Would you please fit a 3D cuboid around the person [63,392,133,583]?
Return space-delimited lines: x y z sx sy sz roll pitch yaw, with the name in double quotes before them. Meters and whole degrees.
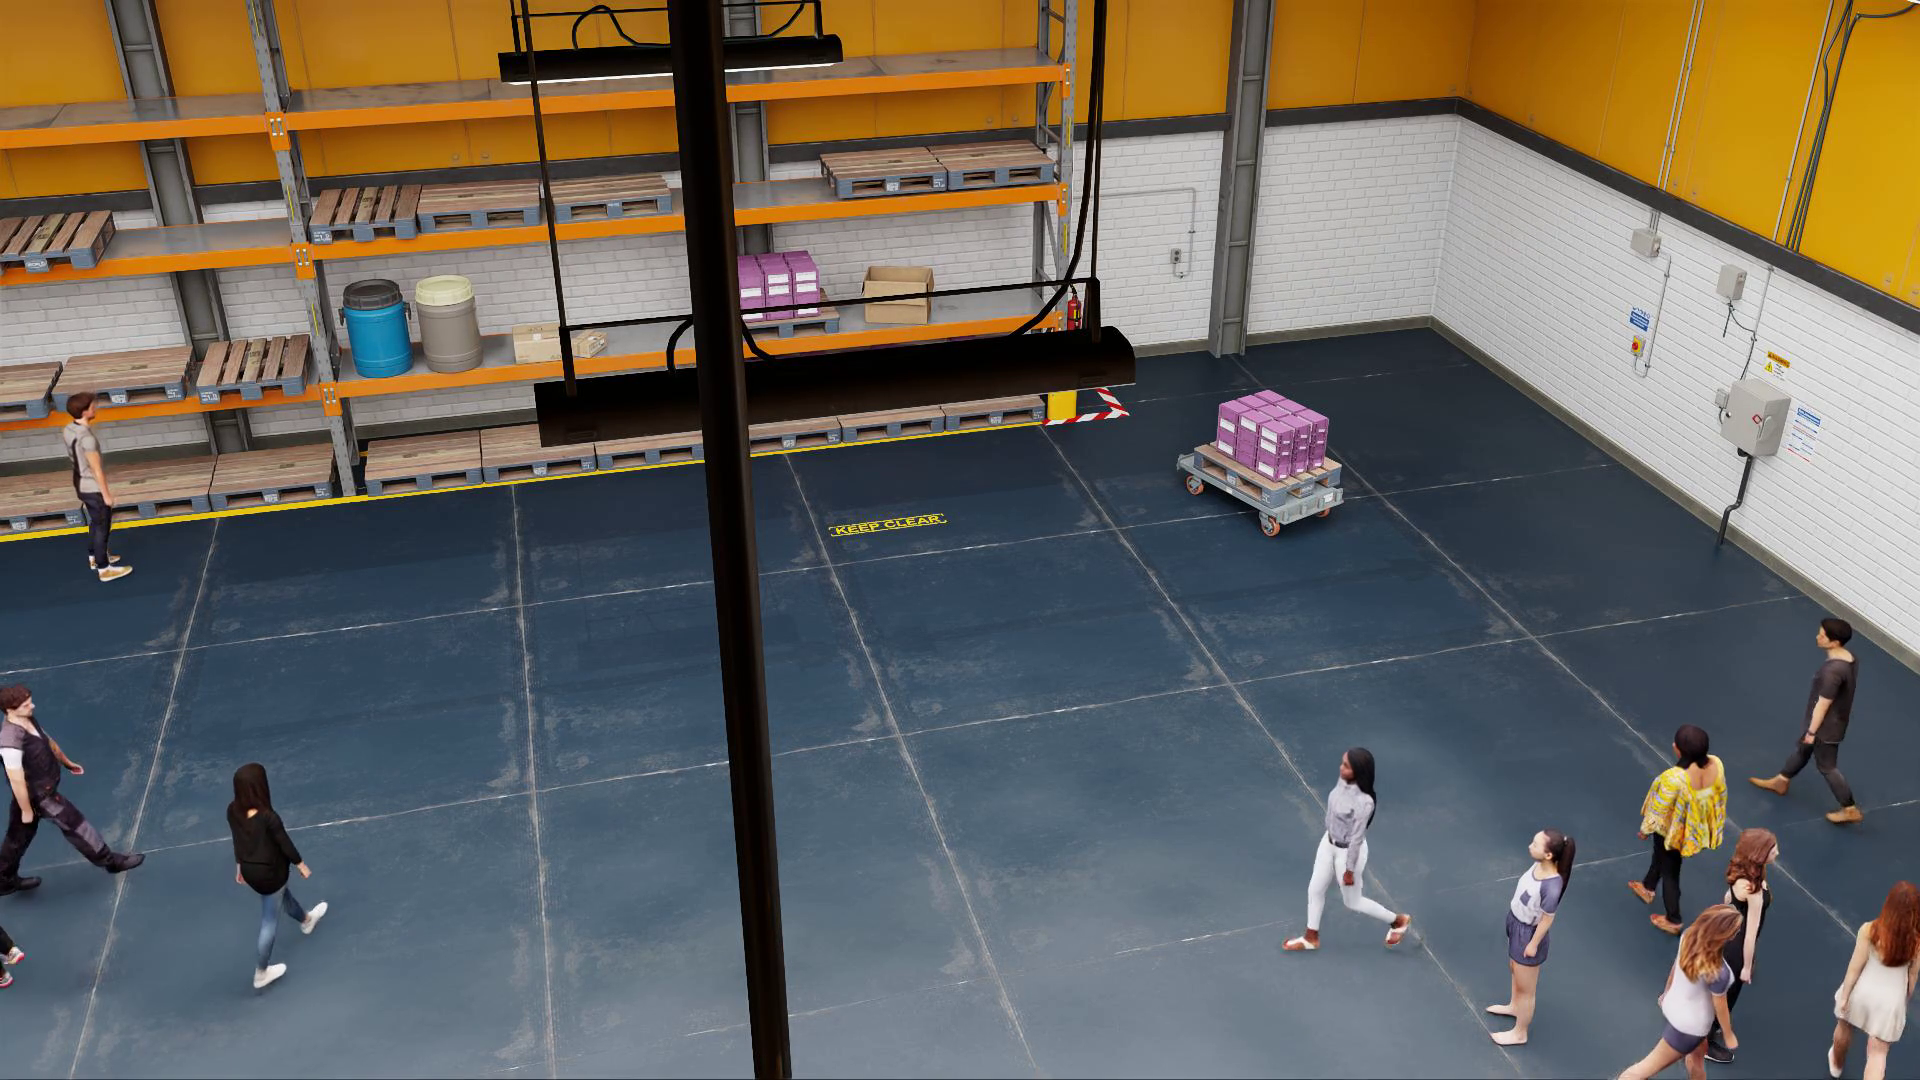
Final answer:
"person" -8.348 -0.514 15.976 0.806 1.874 0.799 -24 36 -36

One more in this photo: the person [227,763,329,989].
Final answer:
"person" -4.699 2.268 11.156 1.073 1.606 1.049 11 30 19

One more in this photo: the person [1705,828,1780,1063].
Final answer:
"person" 4.879 2.530 10.527 0.643 1.747 0.660 4 29 7

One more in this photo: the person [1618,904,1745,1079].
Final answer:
"person" 4.259 2.885 9.956 1.177 1.671 0.823 1 29 2

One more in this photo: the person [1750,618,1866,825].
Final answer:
"person" 6.702 1.403 12.664 1.123 1.680 1.118 22 35 34

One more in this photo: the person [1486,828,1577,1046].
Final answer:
"person" 3.663 2.518 10.651 0.655 1.651 0.665 4 29 8

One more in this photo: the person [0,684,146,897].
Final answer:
"person" -6.667 1.814 11.803 1.275 1.782 0.842 -15 32 -25

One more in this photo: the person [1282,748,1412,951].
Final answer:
"person" 2.698 2.136 11.301 1.120 1.699 0.705 -3 29 -6

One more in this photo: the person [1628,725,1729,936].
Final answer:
"person" 5.047 2.048 11.529 0.828 1.633 0.864 -15 32 -26

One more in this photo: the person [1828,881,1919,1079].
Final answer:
"person" 5.548 2.823 10.054 1.087 1.686 1.065 11 30 19
